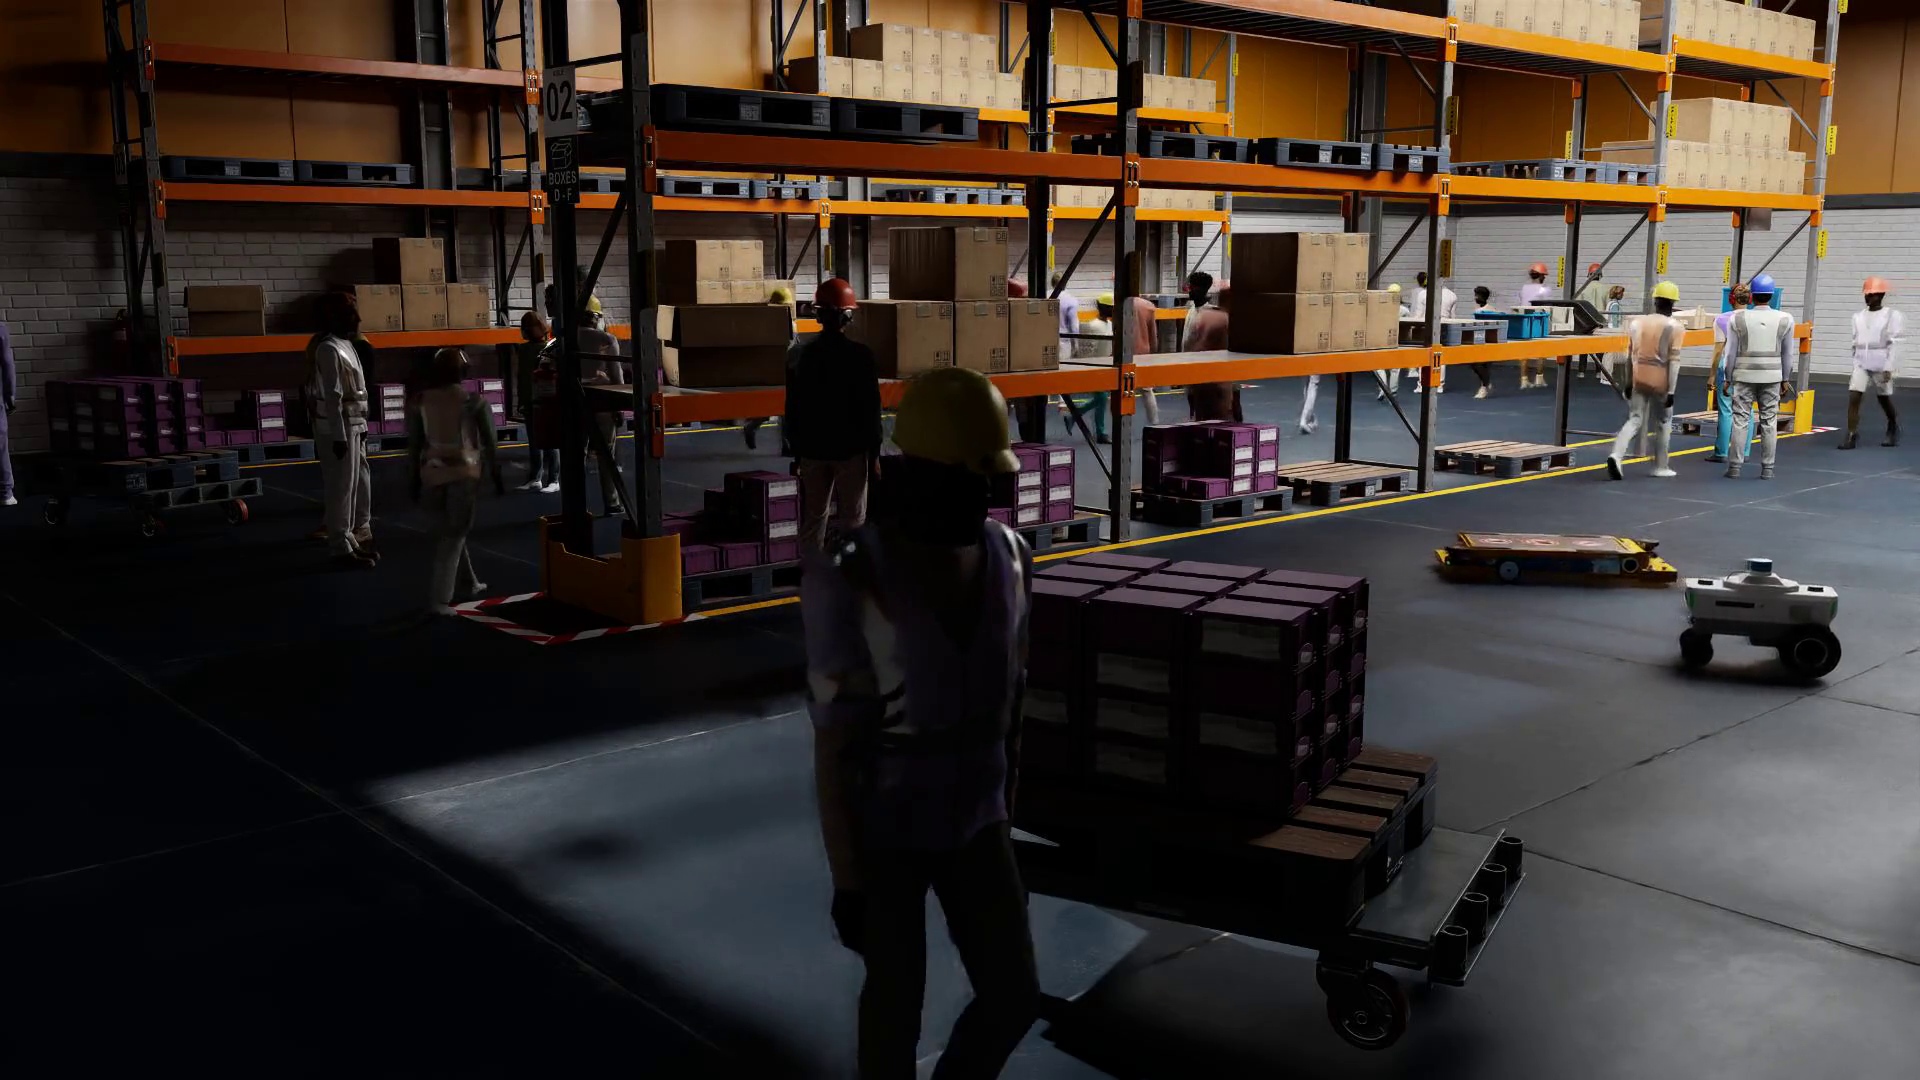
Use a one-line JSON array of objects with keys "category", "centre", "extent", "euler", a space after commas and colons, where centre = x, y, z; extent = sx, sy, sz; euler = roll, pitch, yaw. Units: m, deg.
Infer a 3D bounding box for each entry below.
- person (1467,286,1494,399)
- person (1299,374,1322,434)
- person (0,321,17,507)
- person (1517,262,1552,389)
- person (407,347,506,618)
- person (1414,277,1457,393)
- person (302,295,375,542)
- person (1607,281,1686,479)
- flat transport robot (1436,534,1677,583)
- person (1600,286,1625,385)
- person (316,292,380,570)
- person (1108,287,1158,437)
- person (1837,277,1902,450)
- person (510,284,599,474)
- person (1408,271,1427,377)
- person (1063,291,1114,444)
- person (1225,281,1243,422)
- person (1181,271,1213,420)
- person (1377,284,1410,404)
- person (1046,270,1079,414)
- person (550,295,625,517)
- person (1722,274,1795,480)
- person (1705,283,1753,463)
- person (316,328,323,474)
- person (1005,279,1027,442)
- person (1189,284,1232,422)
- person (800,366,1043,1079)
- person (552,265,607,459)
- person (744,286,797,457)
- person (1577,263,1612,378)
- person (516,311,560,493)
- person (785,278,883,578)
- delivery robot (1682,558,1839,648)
[{"category": "person", "centre": [7.810, -2.951, 24.838], "extent": [0.338, 1.682, 0.596], "euler": [-1, 10, -7]}, {"category": "person", "centre": [4.245, -2.202, 20.082], "extent": [0.520, 1.827, 0.958], "euler": [6, 11, 30]}, {"category": "person", "centre": [-8.296, -1.208, 13.989], "extent": [0.641, 1.913, 0.407], "euler": [-6, 11, -32]}, {"category": "person", "centre": [9.241, -3.420, 26.625], "extent": [0.756, 2.014, 0.641], "euler": [-8, 13, -39]}, {"category": "person", "centre": [-3.027, -0.352, 9.947], "extent": [0.528, 1.587, 0.897], "euler": [2, 10, 10]}, {"category": "person", "centre": [7.349, -3.211, 25.783], "extent": [0.653, 1.894, 0.401], "euler": [-1, 10, -5]}, {"category": "person", "centre": [-4.636, -0.897, 12.376], "extent": [0.621, 1.845, 0.429], "euler": [5, 11, 29]}, {"category": "person", "centre": [6.535, -1.507, 15.821], "extent": [0.894, 1.888, 0.634], "euler": [-7, 12, -34]}, {"category": "flat transport robot", "centre": [3.946, 0.109, 11.074], "extent": [1.431, 0.197, 0.652], "euler": [2, 10, 10]}, {"category": "person", "centre": [10.774, -3.371, 27.456], "extent": [0.311, 1.636, 0.523], "euler": [2, 10, 12]}, {"category": "person", "centre": [-4.197, -0.743, 11.348], "extent": [0.339, 1.882, 0.584], "euler": [-2, 10, -10]}, {"category": "person", "centre": [1.987, -2.140, 19.330], "extent": [0.698, 1.960, 0.563], "euler": [-4, 10, -21]}, {"category": "person", "centre": [10.117, -1.951, 18.369], "extent": [0.920, 1.911, 0.537], "euler": [-7, 12, -35]}, {"category": "person", "centre": [-3.816, -1.531, 16.045], "extent": [1.030, 1.859, 0.602], "euler": [-7, 12, -35]}, {"category": "person", "centre": [8.192, -3.793, 29.301], "extent": [0.769, 1.845, 0.555], "euler": [-5, 11, -28]}, {"category": "person", "centre": [1.496, -1.960, 18.891], "extent": [0.653, 1.734, 0.537], "euler": [4, 11, 23]}, {"category": "person", "centre": [2.954, -1.969, 18.634], "extent": [1.017, 1.859, 0.543], "euler": [-6, 11, -31]}, {"category": "person", "centre": [2.526, -1.862, 17.661], "extent": [0.367, 1.966, 0.606], "euler": [-3, 10, -18]}, {"category": "person", "centre": [6.205, -2.815, 23.938], "extent": [0.508, 1.728, 0.412], "euler": [2, 10, 12]}, {"category": "person", "centre": [1.298, -2.673, 22.496], "extent": [0.648, 1.937, 0.363], "euler": [5, 11, 28]}, {"category": "person", "centre": [-3.014, -1.087, 13.548], "extent": [0.587, 1.821, 0.404], "euler": [1, 10, 5]}, {"category": "person", "centre": [7.579, -1.540, 15.820], "extent": [0.607, 1.951, 0.381], "euler": [3, 10, 16]}, {"category": "person", "centre": [7.970, -1.701, 17.066], "extent": [0.571, 1.845, 0.382], "euler": [-1, 10, -7]}, {"category": "person", "centre": [-5.197, -1.053, 13.897], "extent": [0.289, 1.632, 0.497], "euler": [0, 10, -2]}, {"category": "person", "centre": [0.491, -1.363, 14.915], "extent": [0.566, 1.924, 0.463], "euler": [5, 11, 28]}, {"category": "person", "centre": [2.411, -1.564, 16.262], "extent": [0.660, 1.865, 0.672], "euler": [-4, 11, -24]}, {"category": "person", "centre": [-0.058, 0.590, 3.474], "extent": [0.588, 1.905, 0.421], "euler": [-6, 11, -32]}, {"category": "person", "centre": [-3.946, -1.888, 17.595], "extent": [0.687, 2.000, 0.535], "euler": [8, 13, 40]}, {"category": "person", "centre": [-1.987, -1.786, 17.663], "extent": [0.654, 1.812, 0.598], "euler": [9, 13, 43]}, {"category": "person", "centre": [11.077, -3.831, 29.095], "extent": [0.611, 1.997, 0.375], "euler": [3, 10, 17]}, {"category": "person", "centre": [-3.805, -1.238, 14.976], "extent": [0.498, 1.633, 0.278], "euler": [7, 12, 35]}, {"category": "person", "centre": [-0.724, -0.517, 9.702], "extent": [0.612, 1.995, 0.382], "euler": [4, 11, 23]}, {"category": "delivery robot", "centre": [4.137, 0.340, 8.621], "extent": [0.707, 0.478, 0.477], "euler": [4, 10, 21]}]
